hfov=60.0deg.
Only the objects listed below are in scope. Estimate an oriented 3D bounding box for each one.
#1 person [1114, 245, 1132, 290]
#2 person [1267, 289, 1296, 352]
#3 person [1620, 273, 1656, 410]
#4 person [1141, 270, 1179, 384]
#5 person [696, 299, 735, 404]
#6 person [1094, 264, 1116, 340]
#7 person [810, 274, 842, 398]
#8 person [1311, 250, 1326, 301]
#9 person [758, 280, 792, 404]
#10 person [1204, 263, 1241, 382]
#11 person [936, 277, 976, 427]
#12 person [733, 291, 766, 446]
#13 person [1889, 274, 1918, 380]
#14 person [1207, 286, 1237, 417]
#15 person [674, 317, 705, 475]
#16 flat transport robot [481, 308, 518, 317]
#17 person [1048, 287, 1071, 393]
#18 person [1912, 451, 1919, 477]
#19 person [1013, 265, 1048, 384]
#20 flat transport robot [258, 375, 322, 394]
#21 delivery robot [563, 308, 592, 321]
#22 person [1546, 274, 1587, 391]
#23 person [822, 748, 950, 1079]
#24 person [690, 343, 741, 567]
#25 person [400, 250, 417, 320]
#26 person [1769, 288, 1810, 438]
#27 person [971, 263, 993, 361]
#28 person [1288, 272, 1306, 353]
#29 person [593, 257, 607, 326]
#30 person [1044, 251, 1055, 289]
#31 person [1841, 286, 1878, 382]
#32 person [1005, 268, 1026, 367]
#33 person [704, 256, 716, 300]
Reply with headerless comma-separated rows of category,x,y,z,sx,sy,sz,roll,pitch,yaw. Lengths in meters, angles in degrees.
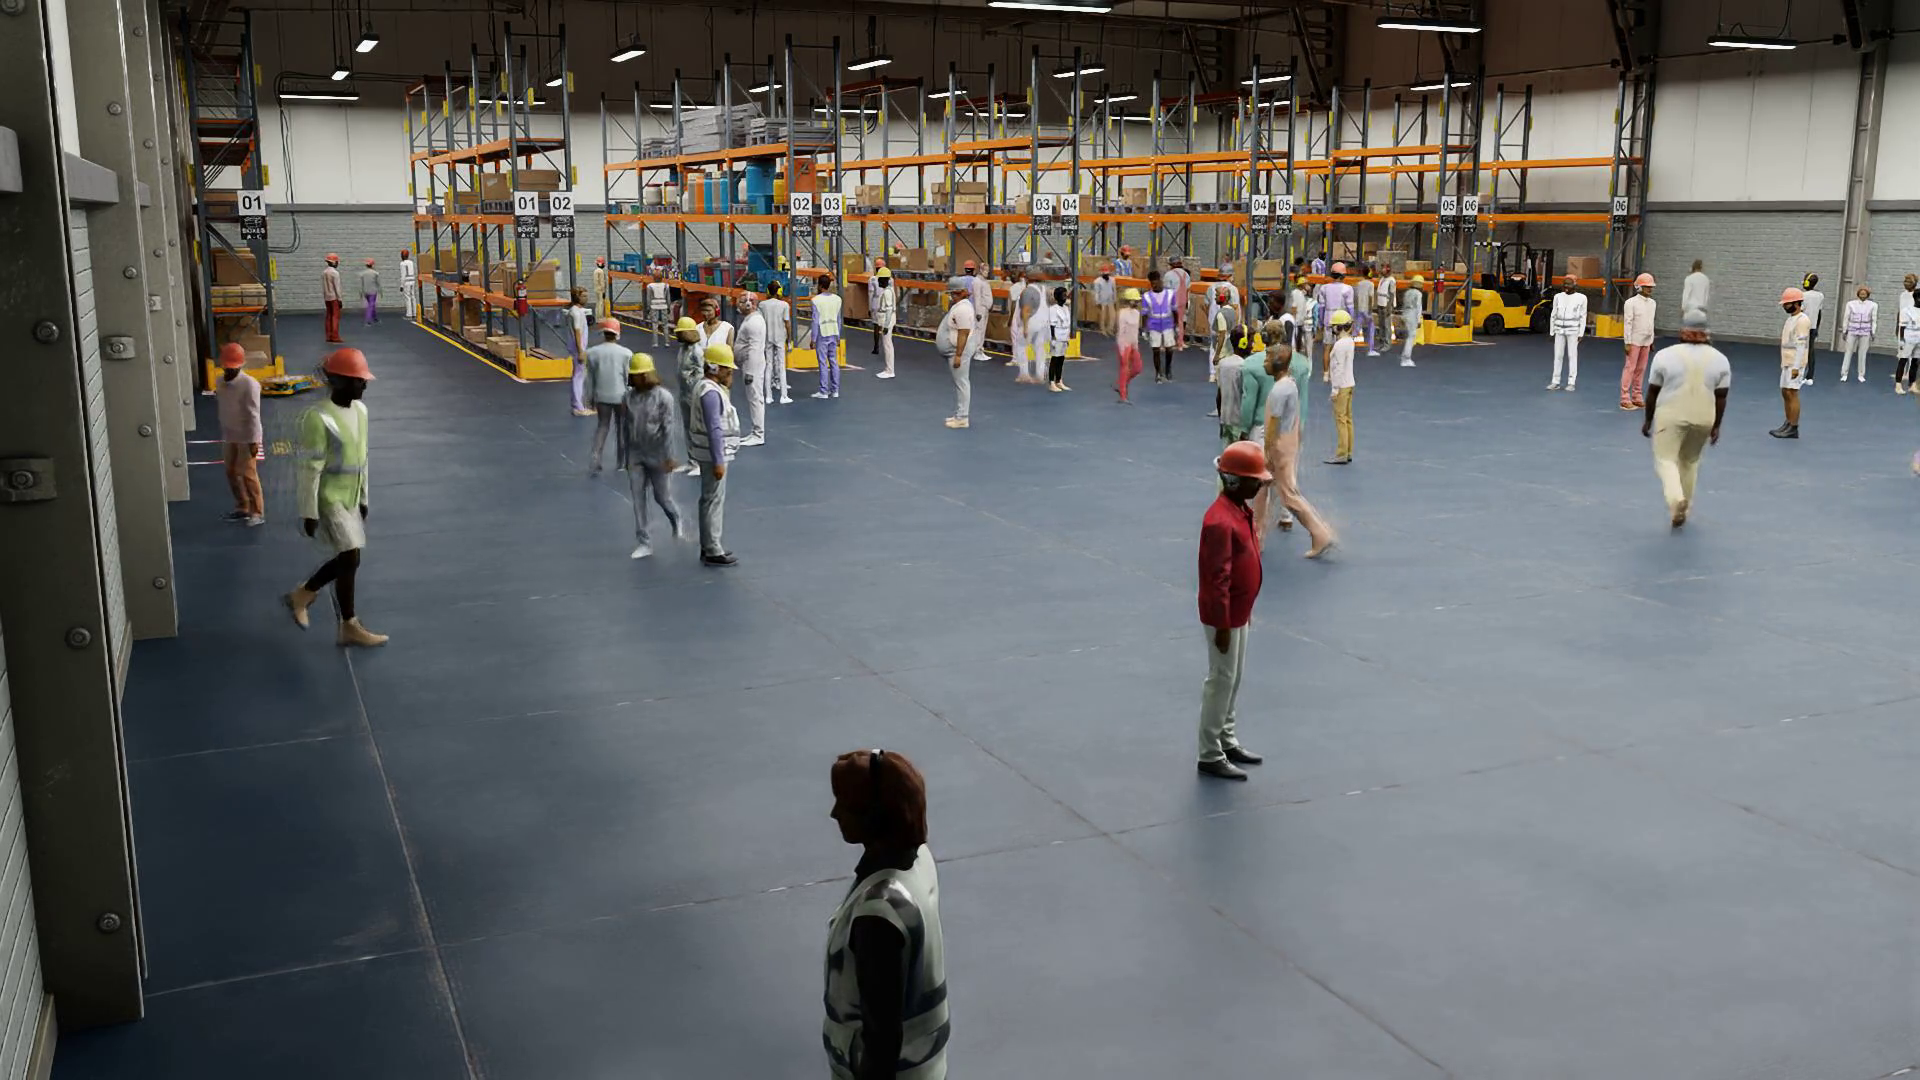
person,4.275,-6.621,43.202,0.605,2.033,0.392,-10,15,-42
person,4.086,-2.241,21.267,0.387,1.909,0.602,-3,11,-14
person,9.974,-2.906,24.418,0.612,1.995,0.376,-7,13,-30
person,3.356,-3.557,27.923,0.652,1.917,0.564,1,11,5
person,-3.003,-2.043,20.450,0.560,1.837,0.389,5,12,24
person,3.328,-5.400,37.757,0.572,1.725,0.519,-4,12,-21
person,-2.092,-3.176,25.975,0.388,1.921,0.594,10,15,41
person,10.200,-7.267,46.973,0.619,1.845,0.430,-6,13,-27
person,-2.802,-2.999,25.220,0.532,1.864,0.310,2,11,11
person,4.513,-3.679,28.228,0.538,2.000,0.689,-9,14,-38
person,-0.059,-2.542,22.452,0.536,2.000,0.674,0,11,2
person,-2.608,-2.127,20.682,0.406,1.910,0.639,-1,11,-3
person,16.428,-3.688,28.813,0.346,1.839,0.501,-3,12,-15
person,3.740,-2.669,23.589,0.389,1.847,0.567,4,12,21
person,-2.986,-1.587,18.356,0.319,1.741,0.491,-8,14,-35
flat transport robot,-12.904,-6.307,46.094,1.431,0.197,0.652,1,11,6
person,1.608,-3.233,26.836,0.316,1.695,0.541,7,13,30
person,10.359,-1.452,17.482,0.514,1.820,0.709,-2,11,-12
person,1.194,-3.635,28.005,0.610,2.000,0.698,8,14,35
flat transport robot,-10.891,-2.506,26.777,0.652,0.197,1.431,0,11,2
delivery robot,-9.805,-5.809,42.604,0.707,0.478,0.477,-8,13,-34
person,9.859,-3.363,27.027,0.580,1.883,0.352,10,15,42
person,-0.175,1.289,4.009,0.307,1.637,0.521,1,11,5
person,-1.999,-0.699,13.643,0.403,1.819,0.596,-3,11,-14
person,-14.966,-6.909,45.046,0.353,1.883,0.573,3,12,15
person,10.673,-2.272,21.384,0.391,1.924,0.551,2,11,9
person,0.448,-4.472,32.623,0.400,1.902,0.643,3,12,15
person,5.824,-3.703,28.865,0.333,1.848,0.595,4,12,20
person,-9.214,-6.389,42.739,0.337,1.747,0.573,-6,13,-29
person,2.931,-8.856,55.659,0.477,1.589,0.531,-2,11,-10
person,15.393,-3.528,28.486,0.513,1.640,0.309,4,12,20
person,1.057,-4.184,31.290,0.331,1.844,0.520,6,13,29
person,-6.626,-6.596,43.826,0.513,1.726,0.412,-5,12,-26
